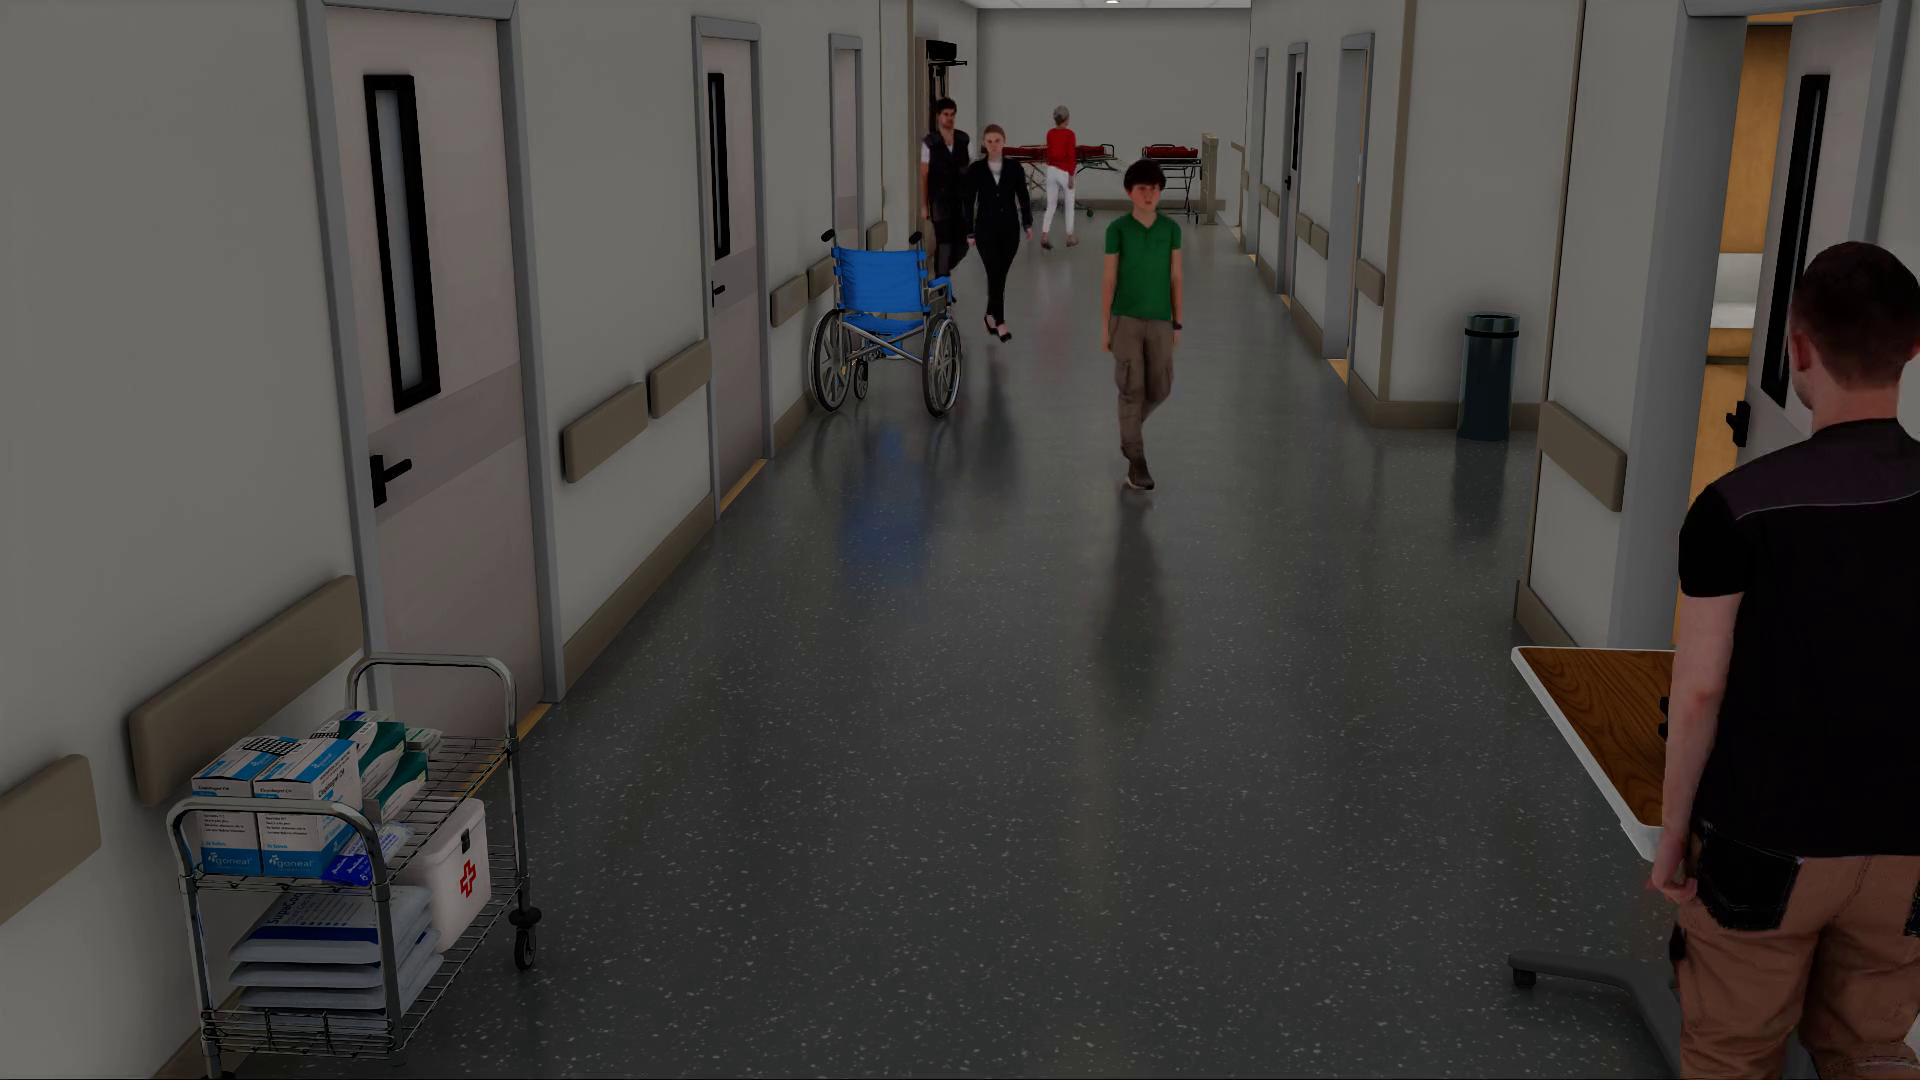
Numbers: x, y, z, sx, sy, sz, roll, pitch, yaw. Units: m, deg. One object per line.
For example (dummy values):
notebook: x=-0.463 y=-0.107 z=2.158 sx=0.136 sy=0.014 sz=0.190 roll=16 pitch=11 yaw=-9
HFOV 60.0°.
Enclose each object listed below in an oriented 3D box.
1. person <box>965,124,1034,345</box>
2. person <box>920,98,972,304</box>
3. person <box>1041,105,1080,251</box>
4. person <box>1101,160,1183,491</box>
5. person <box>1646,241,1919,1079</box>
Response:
person: x=0.273 y=-2.339 z=12.920 sx=0.867 sy=1.628 sz=1.177 roll=-4 pitch=16 yaw=-14
person: x=-0.147 y=-3.089 z=15.220 sx=0.891 sy=1.824 sz=0.987 roll=-6 pitch=17 yaw=-19
person: x=1.131 y=-4.203 z=19.488 sx=0.875 sy=1.652 sz=1.184 roll=9 pitch=18 yaw=28
person: x=0.908 y=-1.107 z=8.542 sx=0.727 sy=1.634 sz=0.997 roll=-2 pitch=16 yaw=-8
person: x=1.358 y=0.490 z=2.532 sx=0.696 sy=1.820 sz=0.829 roll=1 pitch=16 yaw=3
